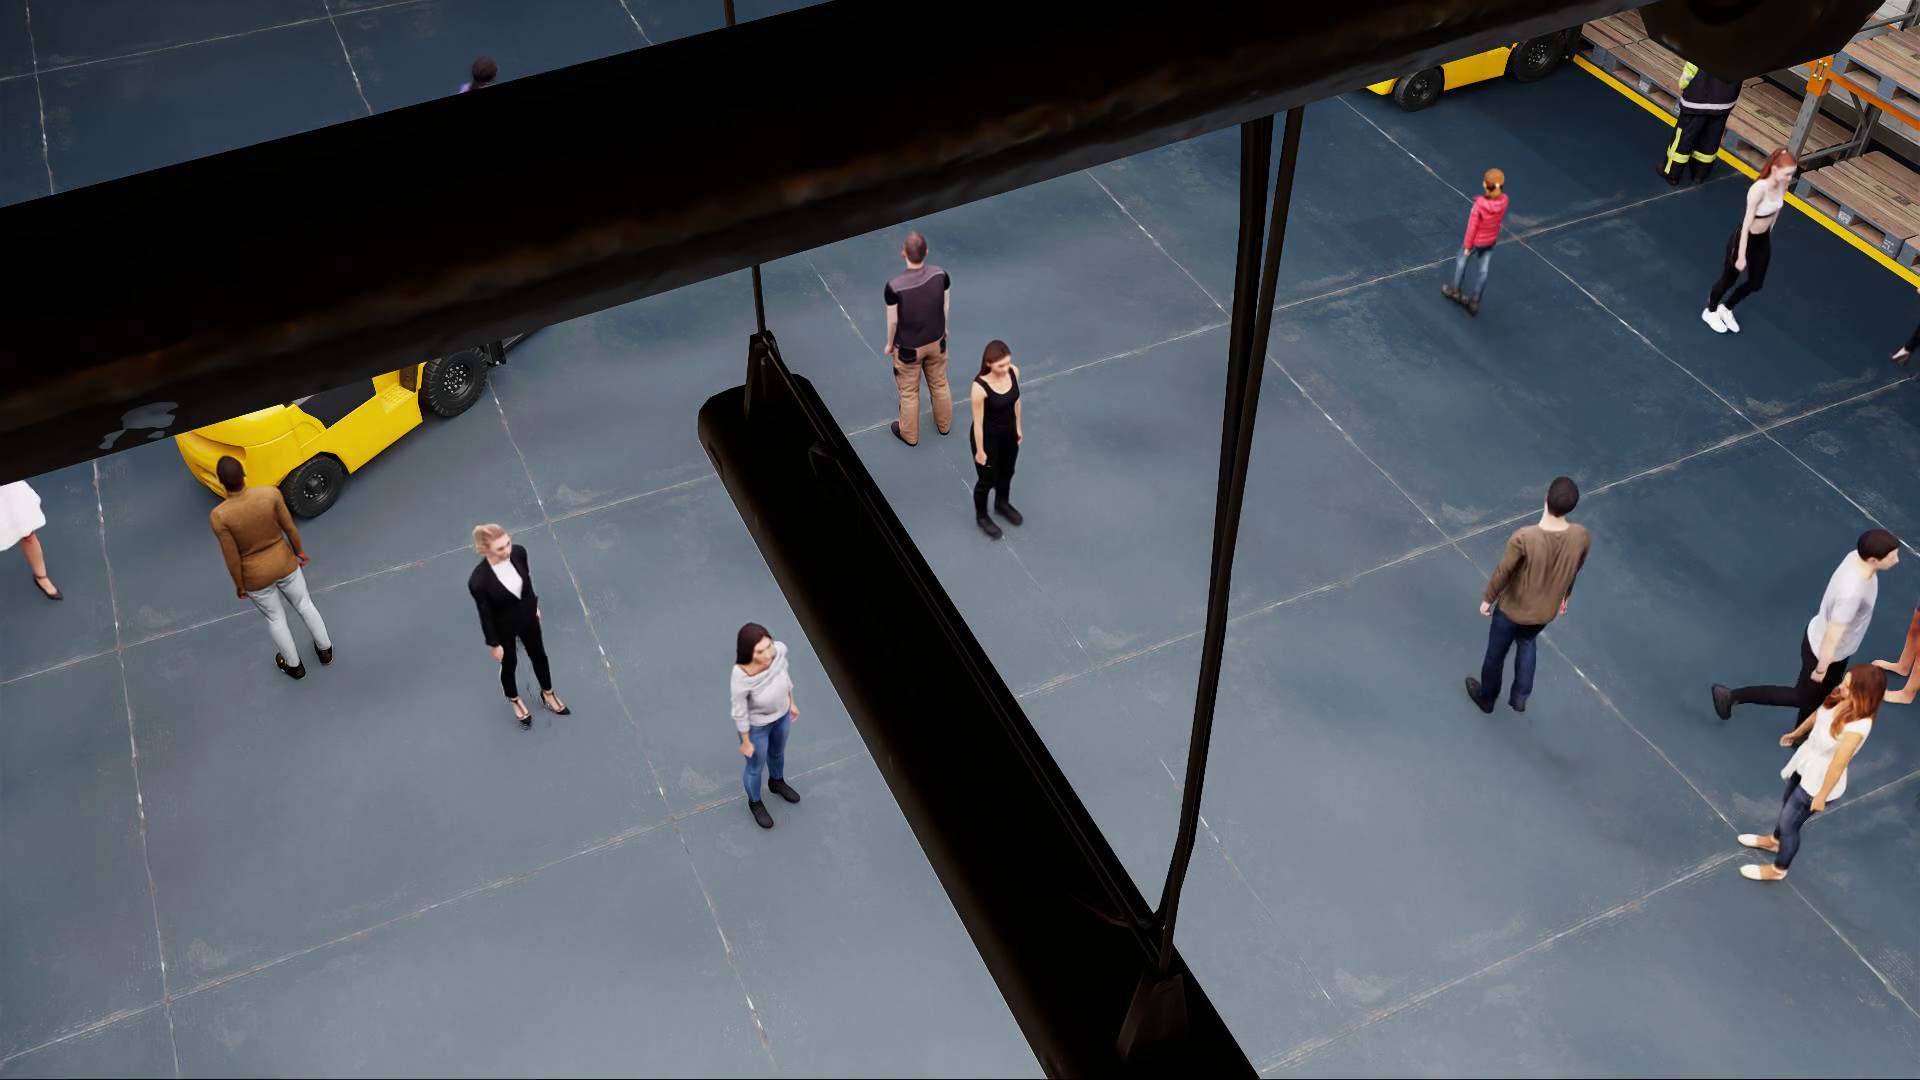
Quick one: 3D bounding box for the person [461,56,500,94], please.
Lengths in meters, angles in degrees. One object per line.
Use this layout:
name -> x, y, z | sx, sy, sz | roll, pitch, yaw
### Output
person -> -4.144, -3.435, 14.563 | 0.791, 1.725, 0.786 | -7, 44, -7

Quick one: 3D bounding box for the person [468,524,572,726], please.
person -> -2.832, 0.512, 10.438 | 0.765, 1.700, 0.741 | 29, 51, 27

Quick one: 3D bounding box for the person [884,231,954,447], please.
person -> -0.306, -1.504, 12.453 | 0.672, 1.841, 0.561 | -17, 46, -17

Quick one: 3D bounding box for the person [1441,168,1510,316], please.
person -> 4.372, -2.452, 13.837 | 0.569, 1.302, 0.675 | -10, 45, -10

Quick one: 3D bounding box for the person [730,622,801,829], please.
person -> -1.174, 1.072, 9.899 | 0.666, 1.632, 0.679 | 29, 51, 27

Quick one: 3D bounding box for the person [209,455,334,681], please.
person -> -4.452, 0.177, 10.706 | 0.701, 1.816, 0.630 | -31, 52, -29

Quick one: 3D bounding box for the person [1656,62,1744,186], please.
person -> 6.858, -4.180, 15.159 | 0.856, 1.983, 0.799 | -2, 44, -2

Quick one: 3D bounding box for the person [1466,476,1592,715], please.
person -> 3.594, 0.441, 10.391 | 0.812, 1.868, 0.819 | -8, 44, -8

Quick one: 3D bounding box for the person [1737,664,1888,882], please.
person -> 4.941, 1.339, 9.512 | 0.770, 1.781, 0.702 | 13, 45, 13

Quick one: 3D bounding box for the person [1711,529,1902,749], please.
person -> 5.247, 0.611, 10.233 | 1.192, 1.840, 1.035 | 23, 48, 22

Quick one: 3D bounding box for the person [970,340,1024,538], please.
person -> 0.242, -0.736, 11.760 | 0.660, 1.684, 0.653 | -34, 53, -30

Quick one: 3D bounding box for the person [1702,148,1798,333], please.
person -> 6.342, -2.458, 13.532 | 0.607, 1.733, 0.602 | -17, 46, -17
